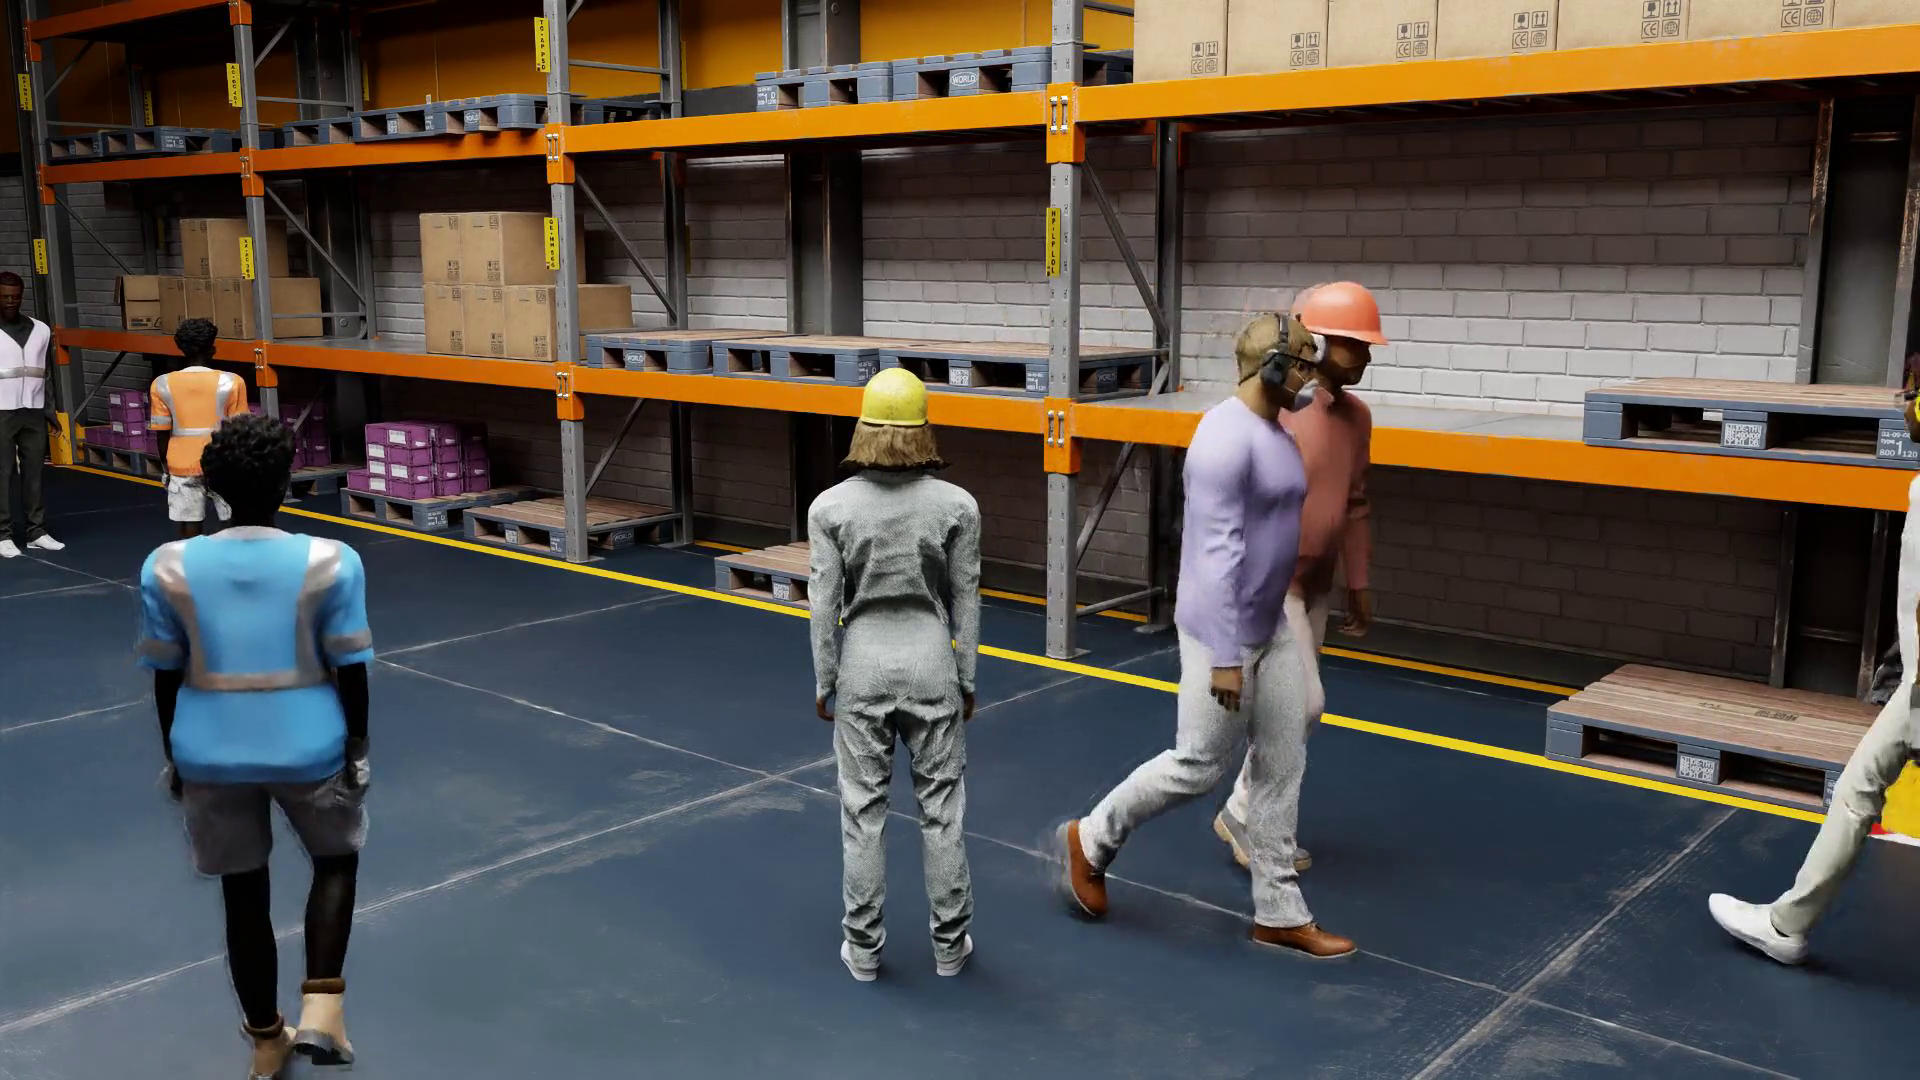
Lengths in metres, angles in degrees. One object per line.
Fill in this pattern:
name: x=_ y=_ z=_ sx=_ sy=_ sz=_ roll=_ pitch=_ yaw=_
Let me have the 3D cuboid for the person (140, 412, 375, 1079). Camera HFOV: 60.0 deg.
person: x=-1.701 y=0.531 z=4.081 sx=0.536 sy=1.685 sz=0.382 roll=-2 pitch=10 yaw=-13

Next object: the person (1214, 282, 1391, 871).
person: x=1.119 y=0.149 z=5.448 sx=0.642 sy=1.962 sz=0.548 roll=-9 pitch=14 yaw=-42

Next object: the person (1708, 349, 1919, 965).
person: x=2.594 y=0.378 z=4.555 sx=0.515 sy=1.818 sz=0.963 roll=-5 pitch=11 yaw=-28

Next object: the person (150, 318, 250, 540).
person: x=-4.184 y=-0.382 z=9.246 sx=0.533 sy=1.692 sz=0.319 roll=-2 pitch=10 yaw=-9

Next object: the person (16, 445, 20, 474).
person: x=-8.670 y=-1.380 z=15.098 sx=0.287 sy=1.633 sz=0.497 roll=9 pitch=13 yaw=41

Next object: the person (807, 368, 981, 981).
person: x=-0.184 y=0.386 z=4.726 sx=0.487 sy=1.744 sz=0.312 roll=-1 pitch=10 yaw=-3

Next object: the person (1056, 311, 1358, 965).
person: x=0.761 y=0.274 z=4.949 sx=0.883 sy=1.898 sz=0.675 roll=6 pitch=12 yaw=30

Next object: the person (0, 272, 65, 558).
person: x=-6.419 y=-0.853 z=11.293 sx=0.375 sy=1.915 sz=0.592 roll=5 pitch=11 yaw=26
